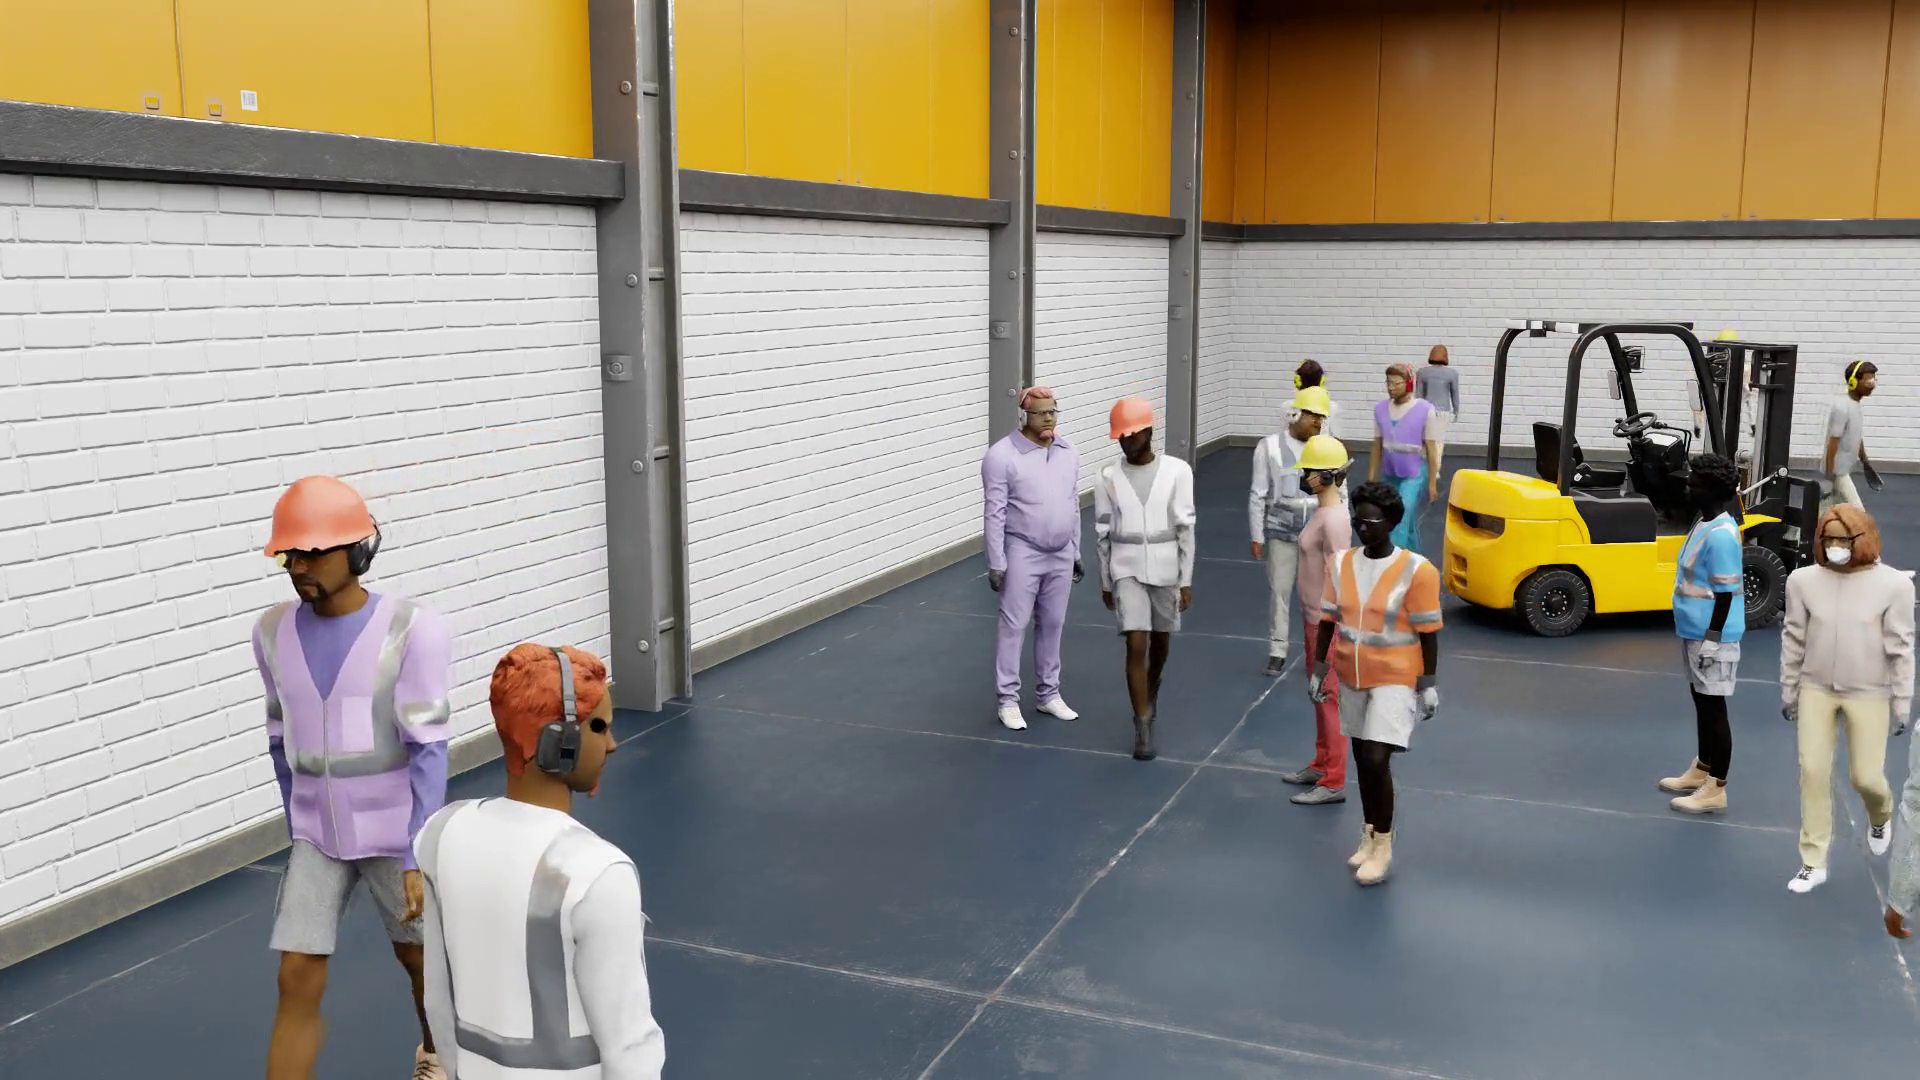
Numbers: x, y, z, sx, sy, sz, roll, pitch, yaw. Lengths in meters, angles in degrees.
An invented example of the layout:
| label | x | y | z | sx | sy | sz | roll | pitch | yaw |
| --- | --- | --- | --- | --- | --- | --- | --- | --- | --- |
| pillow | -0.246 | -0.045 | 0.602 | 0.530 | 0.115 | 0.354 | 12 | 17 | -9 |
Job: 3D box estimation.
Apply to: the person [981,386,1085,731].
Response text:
| label | x | y | z | sx | sy | sz | roll | pitch | yaw |
| --- | --- | --- | --- | --- | --- | --- | --- | --- | --- |
| person | 0.435 | 0.094 | 9.277 | 0.655 | 1.906 | 0.407 | -6 | 11 | -33 |

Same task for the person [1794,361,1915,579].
| label | x | y | z | sx | sy | sz | roll | pitch | yaw |
| --- | --- | --- | --- | --- | --- | --- | --- | --- | --- |
| person | 7.151 | -0.524 | 13.334 | 0.990 | 1.803 | 0.486 | 5 | 11 | 30 |

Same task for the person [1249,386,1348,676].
| label | x | y | z | sx | sy | sz | roll | pitch | yaw |
| --- | --- | --- | --- | --- | --- | --- | --- | --- | --- |
| person | 2.125 | -0.045 | 10.435 | 0.631 | 1.812 | 0.404 | 0 | 9 | 2 |

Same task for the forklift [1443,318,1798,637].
| label | x | y | z | sx | sy | sz | roll | pitch | yaw |
| --- | --- | --- | --- | --- | --- | --- | --- | --- | --- |
| forklift | 4.706 | -0.497 | 11.990 | 2.313 | 2.155 | 1.214 | -2 | 10 | -10 |

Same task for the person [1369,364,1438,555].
| label | x | y | z | sx | sy | sz | roll | pitch | yaw |
| --- | --- | --- | --- | --- | --- | --- | --- | --- | --- |
| person | 3.401 | -0.464 | 12.964 | 0.894 | 1.799 | 0.582 | -6 | 11 | -33 |

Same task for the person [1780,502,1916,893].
| label | x | y | z | sx | sy | sz | roll | pitch | yaw |
| --- | --- | --- | --- | --- | --- | --- | --- | --- | --- |
| person | 3.679 | 0.636 | 6.880 | 0.530 | 1.612 | 0.581 | 9 | 13 | 44 |

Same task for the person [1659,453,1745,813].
| label | x | y | z | sx | sy | sz | roll | pitch | yaw |
| --- | --- | --- | --- | --- | --- | --- | --- | --- | --- |
| person | 3.517 | 0.435 | 7.841 | 0.319 | 1.695 | 0.538 | 3 | 10 | 16 |

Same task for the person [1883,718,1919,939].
| label | x | y | z | sx | sy | sz | roll | pitch | yaw |
| --- | --- | --- | --- | --- | --- | --- | --- | --- | --- |
| person | 2.787 | 0.962 | 4.551 | 0.517 | 1.728 | 0.450 | -1 | 9 | -5 |

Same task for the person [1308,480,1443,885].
| label | x | y | z | sx | sy | sz | roll | pitch | yaw |
| --- | --- | --- | --- | --- | --- | --- | --- | --- | --- |
| person | 1.683 | 0.592 | 6.915 | 0.524 | 1.678 | 0.558 | -8 | 12 | -41 |

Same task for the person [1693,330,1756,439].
| label | x | y | z | sx | sy | sz | roll | pitch | yaw |
| --- | --- | --- | --- | --- | --- | --- | --- | --- | --- |
| person | 8.192 | -1.306 | 17.857 | 0.605 | 1.886 | 0.976 | 1 | 9 | 8 |

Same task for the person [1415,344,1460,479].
| label | x | y | z | sx | sy | sz | roll | pitch | yaw |
| --- | --- | --- | --- | --- | --- | --- | --- | --- | --- |
| person | 5.774 | -1.552 | 20.125 | 0.513 | 1.621 | 0.468 | 4 | 10 | 24 |

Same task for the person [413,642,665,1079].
| label | x | y | z | sx | sy | sz | roll | pitch | yaw |
| --- | --- | --- | --- | --- | --- | --- | --- | --- | --- |
| person | -0.755 | 1.121 | 3.118 | 0.572 | 1.886 | 0.355 | 7 | 12 | 36 |

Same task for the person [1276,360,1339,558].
| label | x | y | z | sx | sy | sz | roll | pitch | yaw |
| --- | --- | --- | --- | --- | --- | --- | --- | --- | --- |
| person | 2.649 | -0.500 | 13.102 | 0.507 | 1.827 | 0.960 | -3 | 10 | -18 |

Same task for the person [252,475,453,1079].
| label | x | y | z | sx | sy | sz | roll | pitch | yaw |
| --- | --- | --- | --- | --- | --- | --- | --- | --- | --- |
| person | -1.704 | 0.828 | 4.565 | 0.617 | 1.993 | 1.030 | 2 | 9 | 9 |

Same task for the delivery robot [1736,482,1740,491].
| label | x | y | z | sx | sy | sz | roll | pitch | yaw |
| --- | --- | --- | --- | --- | --- | --- | --- | --- | --- |
| delivery robot | 7.473 | -0.368 | 15.882 | 0.477 | 0.478 | 0.707 | -4 | 10 | -23 |

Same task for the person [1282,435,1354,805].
| label | x | y | z | sx | sy | sz | roll | pitch | yaw |
| --- | --- | --- | --- | --- | --- | --- | --- | --- | --- |
| person | 1.721 | 0.380 | 7.969 | 0.310 | 1.768 | 0.533 | 1 | 9 | 5 |

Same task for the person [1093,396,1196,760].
| label | x | y | z | sx | sy | sz | roll | pitch | yaw |
| --- | --- | --- | --- | --- | --- | --- | --- | --- | --- |
| person | 0.988 | 0.155 | 8.963 | 0.549 | 1.895 | 0.942 | 1 | 9 | 6 |
